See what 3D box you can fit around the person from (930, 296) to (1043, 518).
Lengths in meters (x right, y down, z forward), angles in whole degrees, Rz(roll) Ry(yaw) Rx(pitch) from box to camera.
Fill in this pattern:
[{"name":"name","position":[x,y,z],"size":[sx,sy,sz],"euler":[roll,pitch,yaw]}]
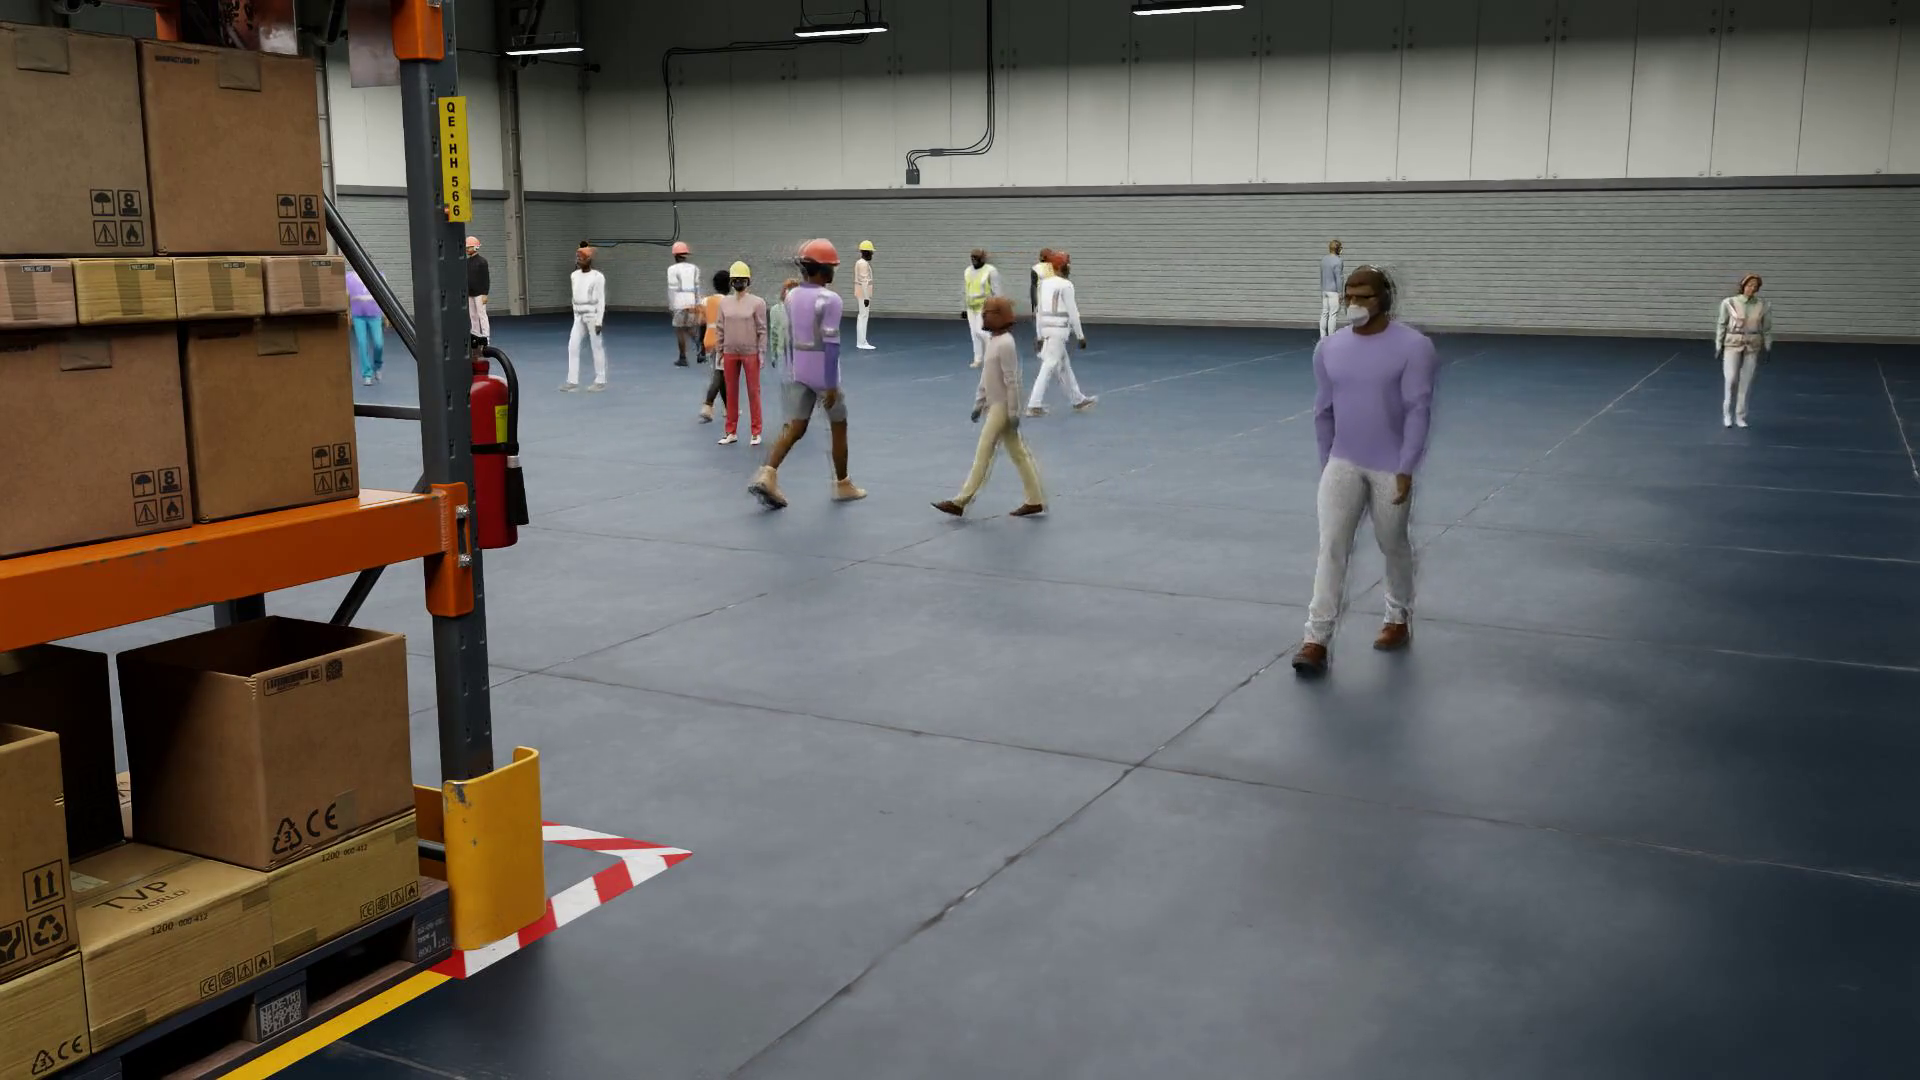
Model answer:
[{"name":"person","position":[0.211,-0.935,11.865],"size":[0.869,1.582,0.516],"euler":[-1,10,-7]}]

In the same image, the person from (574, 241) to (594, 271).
[{"name":"person","position":[-9.658,-6.757,42.857],"size":[0.511,1.872,0.329],"euler":[-2,11,-12]}]

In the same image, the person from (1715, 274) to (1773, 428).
[{"name":"person","position":[8.235,-1.973,17.451],"size":[0.534,1.618,0.525],"euler":[2,11,12]}]

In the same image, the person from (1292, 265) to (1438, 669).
[{"name":"person","position":[1.926,-0.345,7.876],"size":[0.632,1.889,1.009],"euler":[7,12,33]}]

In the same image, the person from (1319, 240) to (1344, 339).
[{"name":"person","position":[6.823,-4.518,30.458],"size":[0.358,1.939,0.636],"euler":[-4,11,-21]}]

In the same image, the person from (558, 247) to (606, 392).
[{"name":"person","position":[-4.862,-2.808,21.343],"size":[0.618,1.855,0.816],"euler":[6,12,31]}]

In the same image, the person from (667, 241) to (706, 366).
[{"name":"person","position":[-4.238,-3.631,25.665],"size":[0.548,1.926,0.545],"euler":[10,14,43]}]

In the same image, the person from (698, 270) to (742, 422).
[{"name":"person","position":[-2.633,-2.123,18.206],"size":[0.536,1.658,0.891],"euler":[5,12,27]}]

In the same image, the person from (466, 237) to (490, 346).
[{"name":"person","position":[-8.611,-4.379,29.546],"size":[0.625,1.992,0.389],"euler":[8,13,38]}]

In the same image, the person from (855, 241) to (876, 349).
[{"name":"person","position":[-1.679,-4.360,29.635],"size":[0.380,1.923,0.595],"euler":[-2,11,-9]}]

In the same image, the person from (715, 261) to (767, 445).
[{"name":"person","position":[-2.119,-1.800,16.099],"size":[0.525,1.772,0.306],"euler":[2,11,12]}]

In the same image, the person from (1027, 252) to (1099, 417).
[{"name":"person","position":[1.145,-2.310,18.721],"size":[1.027,1.825,0.582],"euler":[-5,12,-26]}]

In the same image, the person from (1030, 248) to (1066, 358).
[{"name":"person","position":[1.479,-3.906,27.472],"size":[0.636,1.824,0.602],"euler":[-4,11,-21]}]

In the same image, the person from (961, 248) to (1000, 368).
[{"name":"person","position":[0.301,-3.520,25.319],"size":[0.646,1.826,0.433],"euler":[9,14,41]}]

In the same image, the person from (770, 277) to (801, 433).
[{"name":"person","position":[-1.722,-1.944,17.374],"size":[0.502,1.600,0.774],"euler":[0,10,-1]}]

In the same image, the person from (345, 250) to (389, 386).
[{"name":"person","position":[-8.011,-2.993,22.436],"size":[0.576,1.828,0.449],"euler":[-4,11,-21]}]

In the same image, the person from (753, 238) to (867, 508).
[{"name":"person","position":[-1.124,-1.235,12.391],"size":[0.612,2.010,1.007],"euler":[9,14,42]}]
